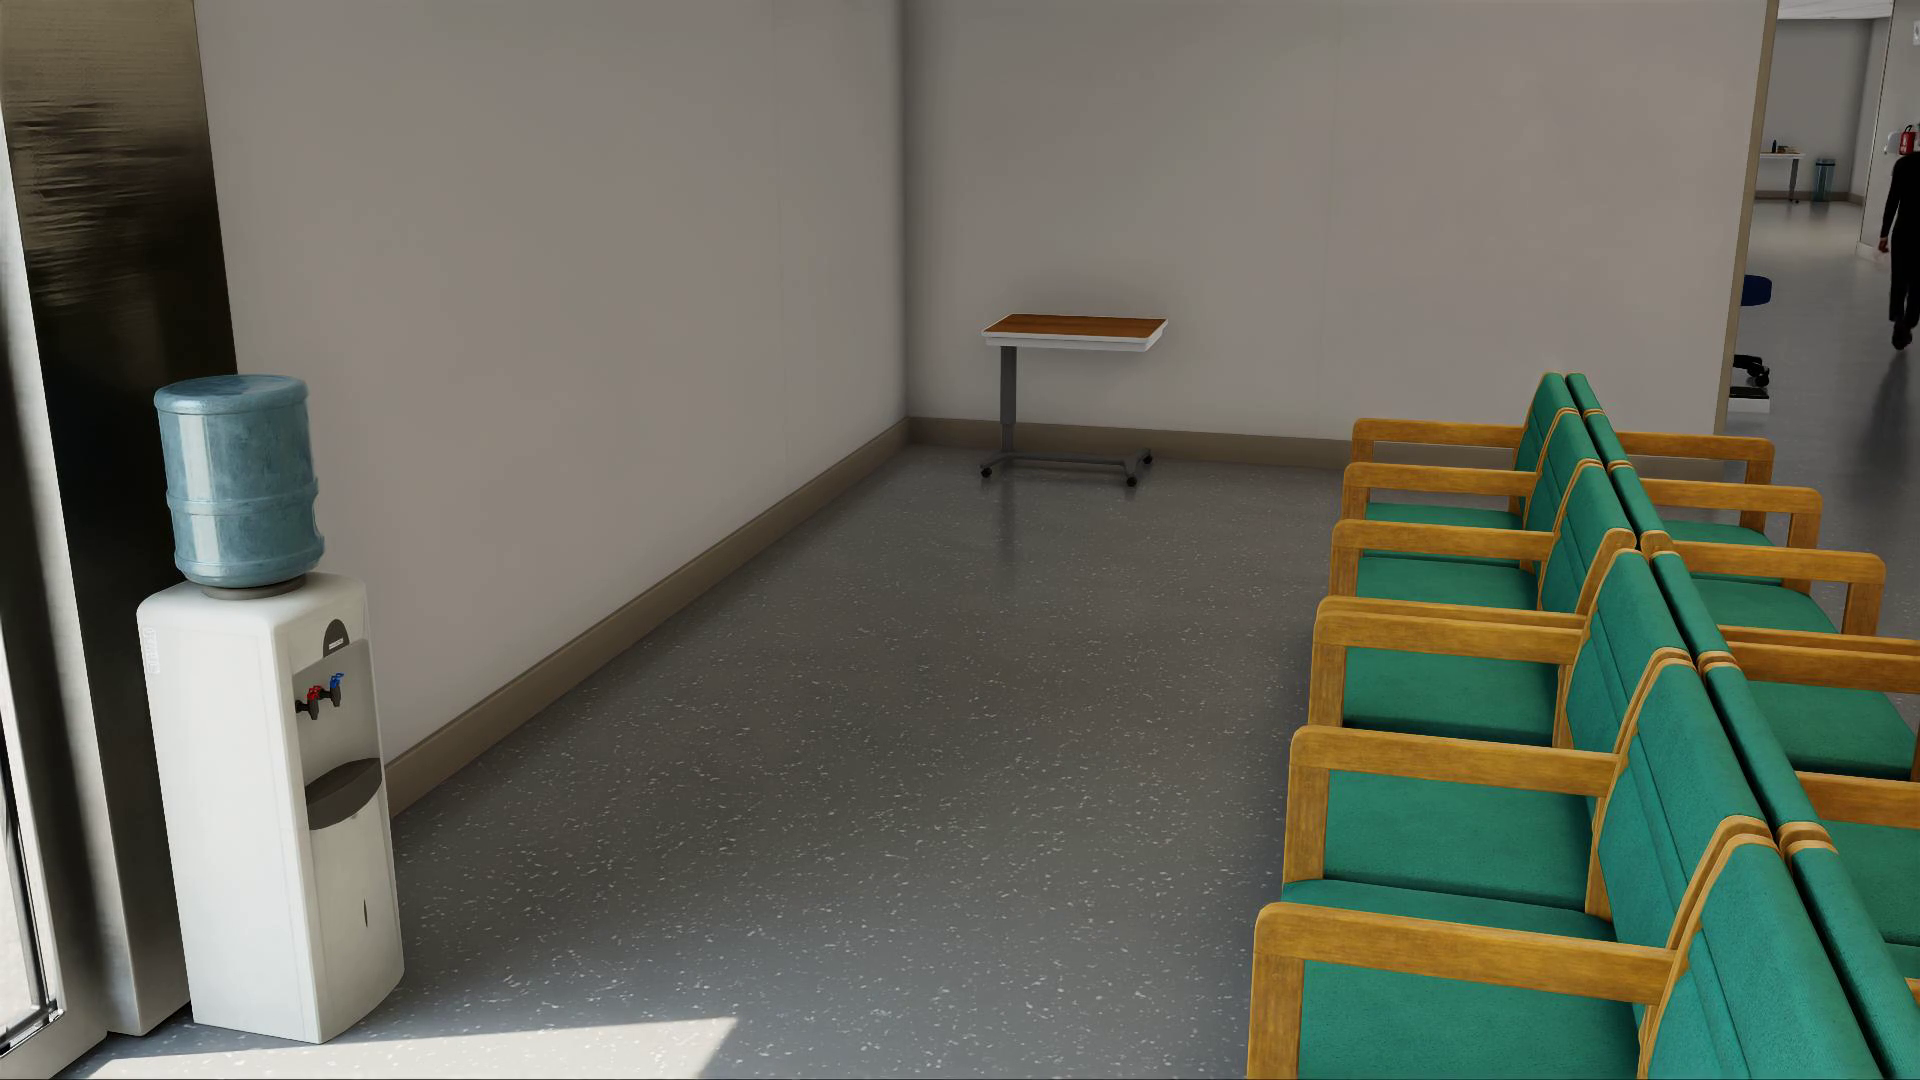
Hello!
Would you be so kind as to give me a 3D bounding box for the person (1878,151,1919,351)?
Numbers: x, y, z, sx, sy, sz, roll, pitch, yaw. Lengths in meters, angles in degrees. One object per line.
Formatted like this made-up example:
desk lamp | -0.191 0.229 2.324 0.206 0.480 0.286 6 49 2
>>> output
person | 7.506 -2.379 13.043 1.143 1.781 0.882 8 18 27
